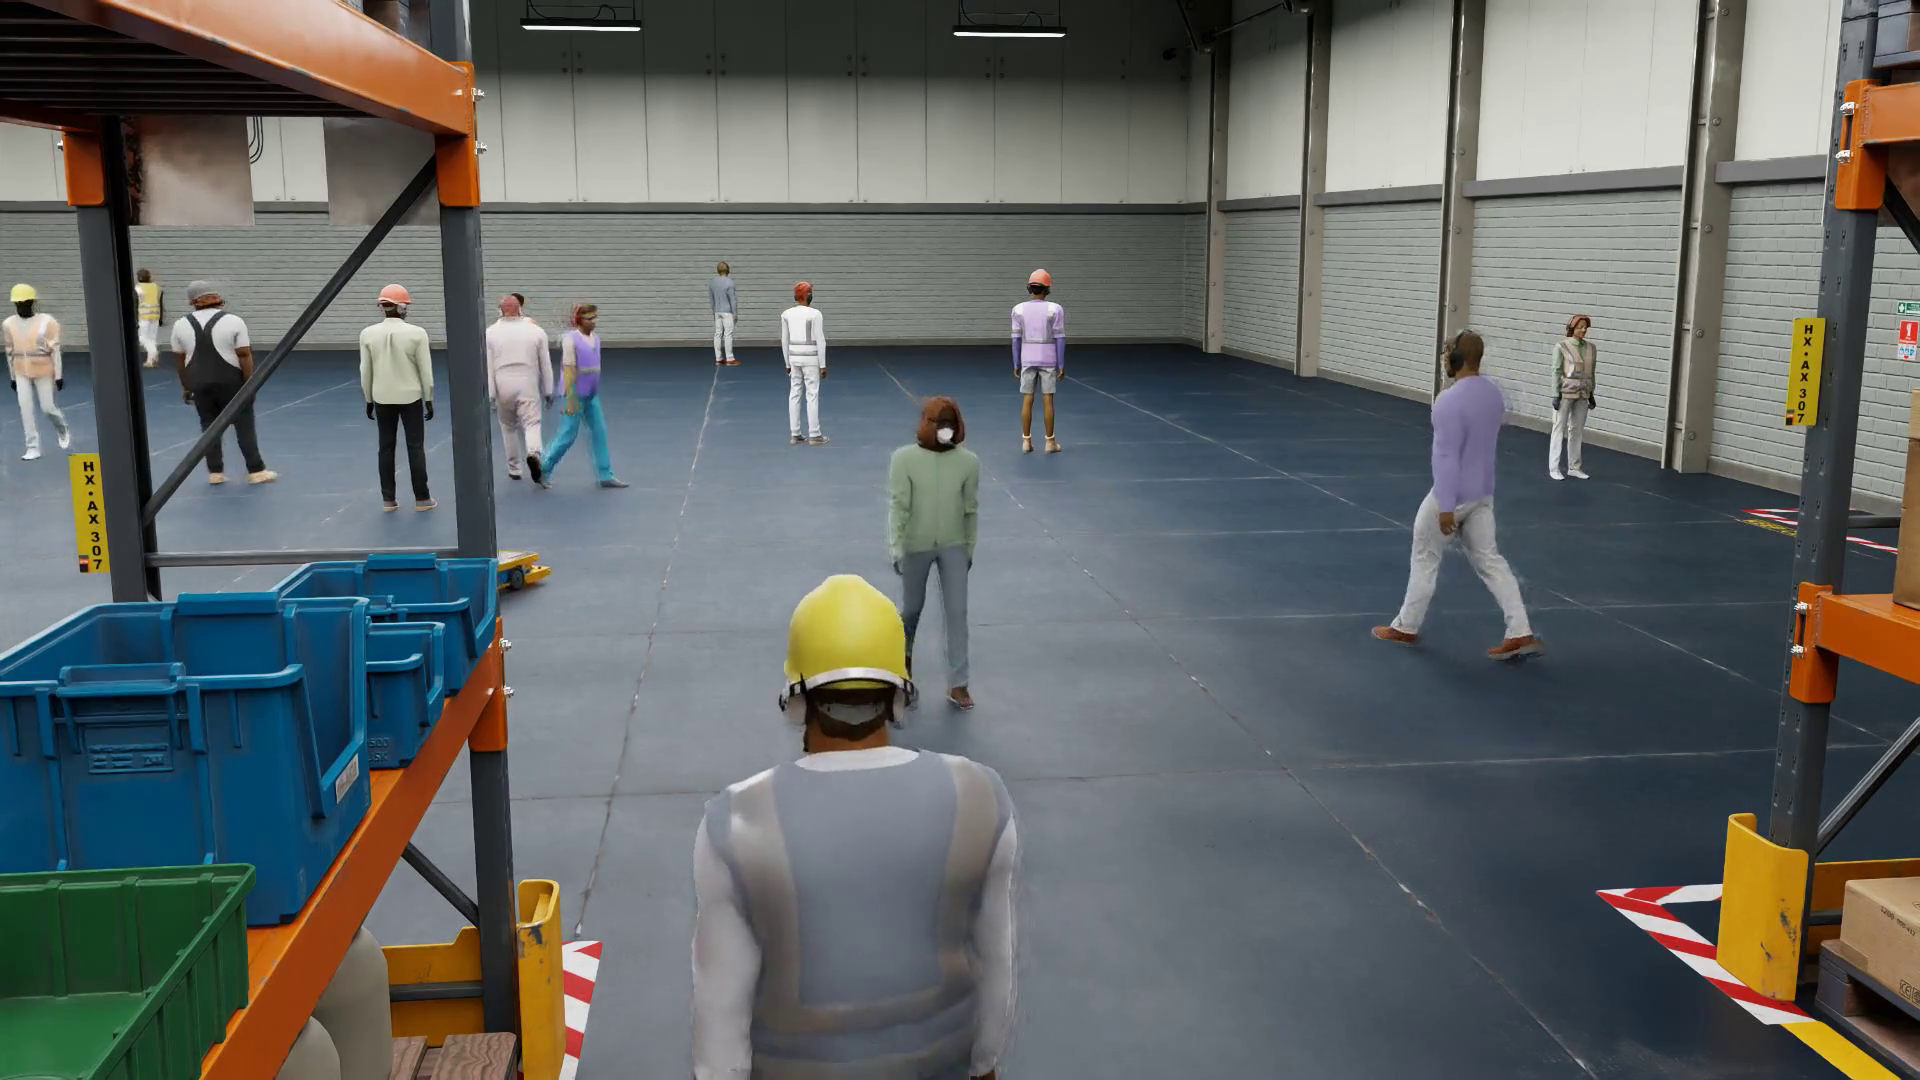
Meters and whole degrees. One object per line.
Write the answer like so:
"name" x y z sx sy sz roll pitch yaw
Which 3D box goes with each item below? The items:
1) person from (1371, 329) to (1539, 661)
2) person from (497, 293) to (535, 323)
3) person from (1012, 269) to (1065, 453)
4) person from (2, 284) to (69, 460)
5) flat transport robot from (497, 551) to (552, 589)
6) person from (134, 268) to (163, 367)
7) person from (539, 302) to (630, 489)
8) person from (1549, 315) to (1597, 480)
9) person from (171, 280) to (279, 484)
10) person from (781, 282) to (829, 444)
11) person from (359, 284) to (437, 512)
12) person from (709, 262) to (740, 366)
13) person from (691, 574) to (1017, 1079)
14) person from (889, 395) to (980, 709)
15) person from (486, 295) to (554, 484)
"person" 2.899 -0.256 9.504 0.648 1.894 1.024 -9 14 -41
"person" -5.592 -2.268 21.052 0.535 1.697 0.318 0 10 2
"person" 0.879 -1.982 18.530 0.606 2.044 0.373 3 11 16
"person" -10.079 -1.846 18.164 0.595 1.902 0.720 0 10 -3
"flat transport robot" -3.421 0.256 11.122 0.652 0.197 1.431 4 11 20
"person" -14.961 -4.087 30.678 0.604 1.826 0.631 7 12 32
"person" -3.671 -1.375 15.892 0.829 1.811 0.613 2 11 13
"person" 6.089 -1.415 16.529 0.514 1.641 0.308 -4 11 -20
"person" -7.213 -1.568 16.266 0.829 2.000 0.536 -1 10 -5
"person" -1.799 -2.050 19.341 0.575 1.885 0.355 6 12 28
"person" -4.926 -1.241 14.608 0.614 1.990 0.392 0 10 -2
"person" -4.410 -4.234 31.166 0.630 1.940 0.372 7 13 34
"person" -0.187 0.959 3.026 0.605 1.814 0.434 -3 11 -14
"person" -0.150 0.024 8.740 0.503 1.598 0.818 -3 11 -15
"person" -4.302 -1.461 16.221 0.664 1.855 0.964 -3 11 -16
